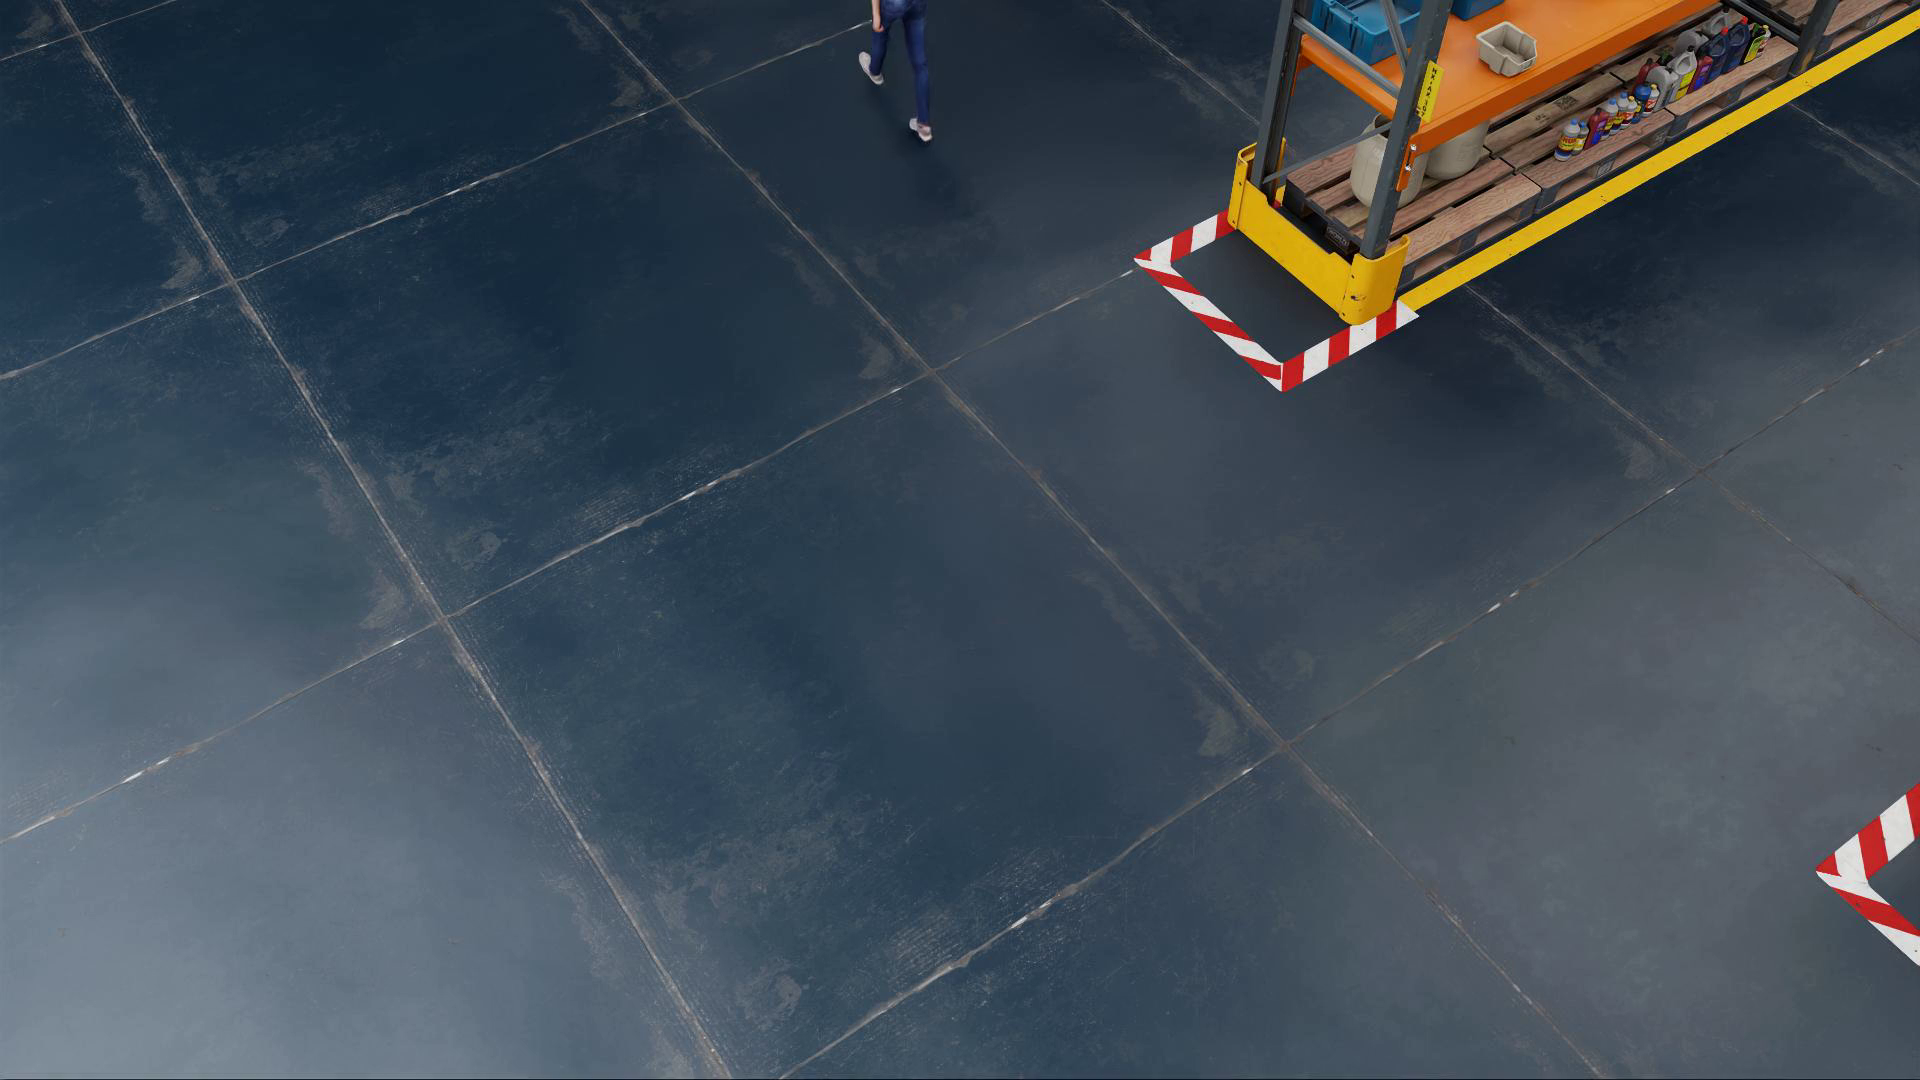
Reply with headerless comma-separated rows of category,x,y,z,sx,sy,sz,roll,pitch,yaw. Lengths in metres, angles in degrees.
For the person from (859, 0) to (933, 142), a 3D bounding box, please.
person,-0.329,-3.235,10.158,1.098,1.699,0.770,-22,55,-16
